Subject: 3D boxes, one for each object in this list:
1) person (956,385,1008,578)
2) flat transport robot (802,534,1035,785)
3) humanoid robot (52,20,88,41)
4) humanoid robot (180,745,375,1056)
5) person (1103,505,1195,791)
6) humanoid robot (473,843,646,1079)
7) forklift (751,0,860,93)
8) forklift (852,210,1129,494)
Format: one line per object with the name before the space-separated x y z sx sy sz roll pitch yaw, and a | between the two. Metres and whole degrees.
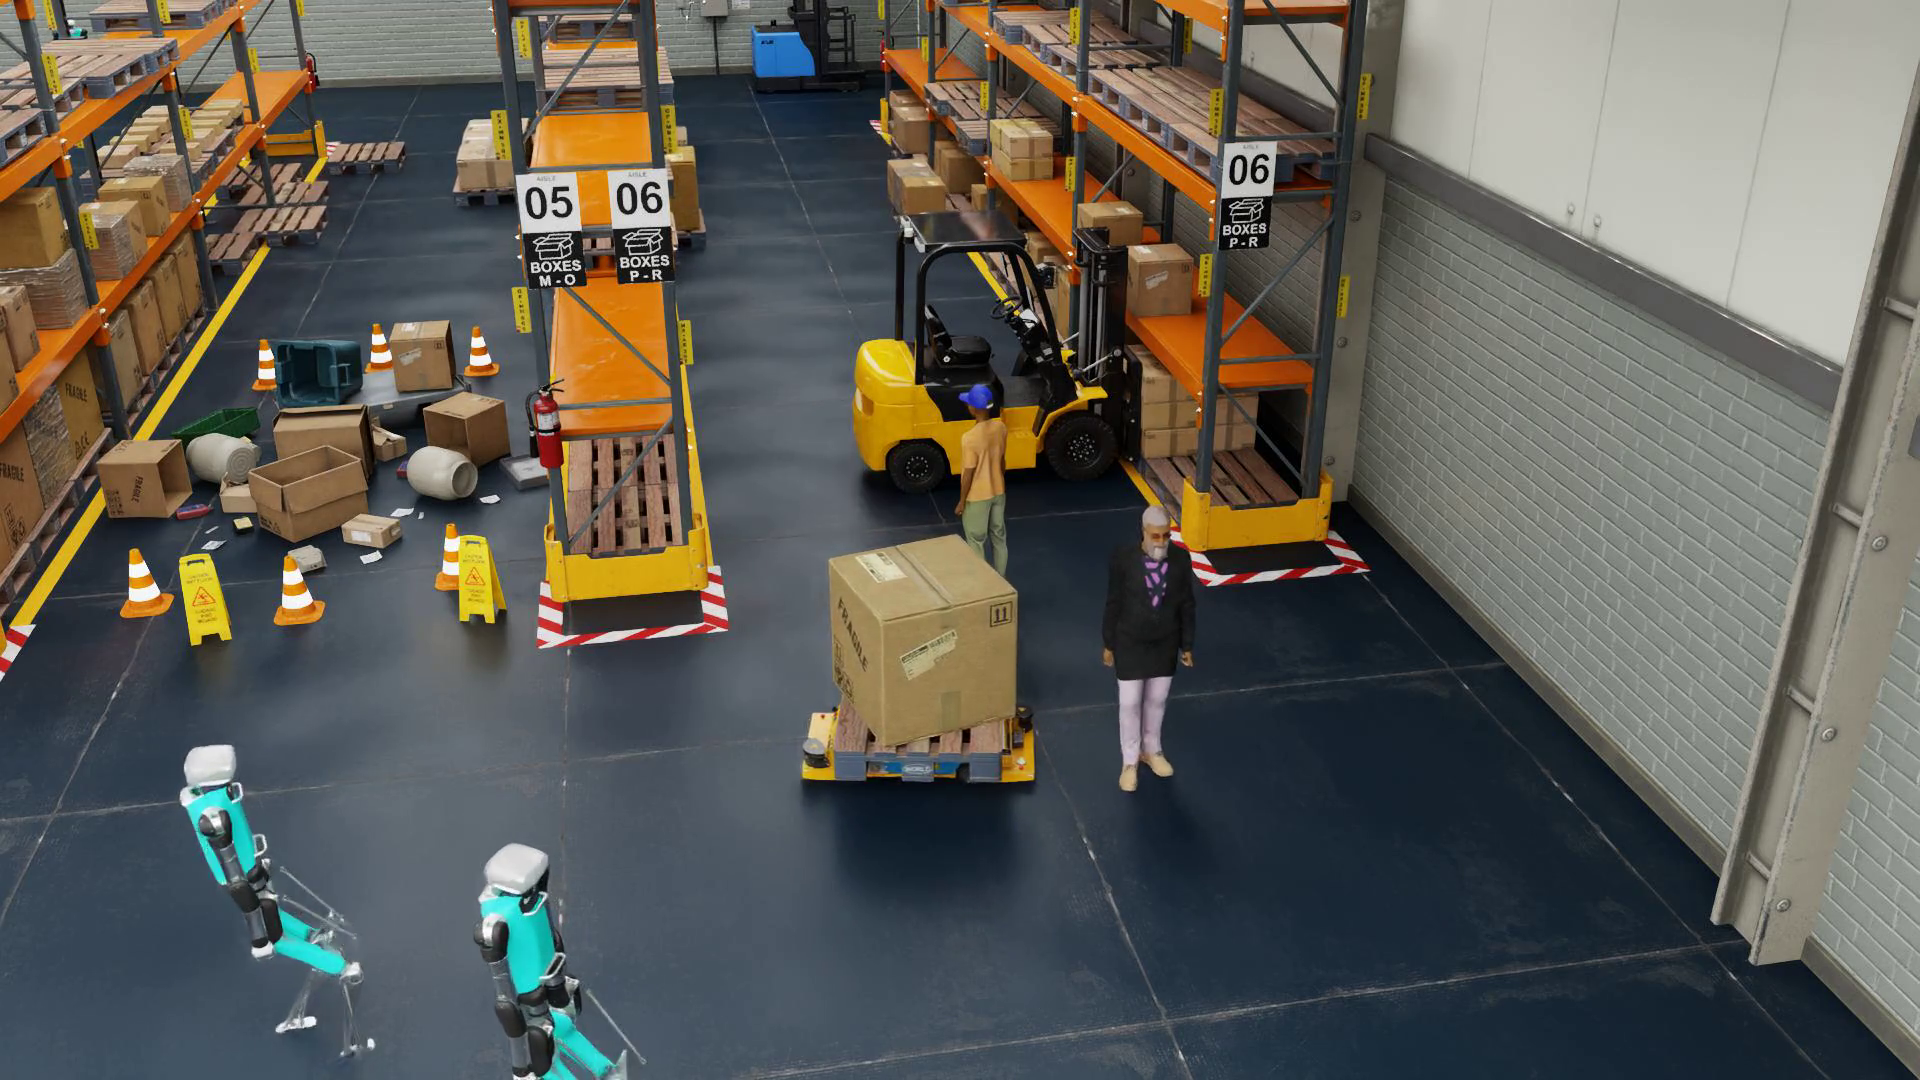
person | 0.149 -0.326 12.135 0.350 1.718 0.436 23 34 40
flat transport robot | -0.249 1.267 10.490 1.431 0.231 0.659 1 26 1
humanoid robot | -14.776 -7.762 27.728 0.544 1.880 0.763 -22 33 -38
humanoid robot | -3.142 1.707 7.908 0.797 1.796 0.531 -13 28 -25
person | 1.134 0.629 10.005 0.551 1.849 0.408 -3 26 -7
humanoid robot | -1.607 2.107 7.069 0.715 1.816 0.547 4 26 8
forklift | -2.872 -9.679 30.288 1.873 2.768 1.129 -5 26 -10
forklift | 0.216 -1.659 14.366 2.313 2.155 1.214 -5 26 -10
